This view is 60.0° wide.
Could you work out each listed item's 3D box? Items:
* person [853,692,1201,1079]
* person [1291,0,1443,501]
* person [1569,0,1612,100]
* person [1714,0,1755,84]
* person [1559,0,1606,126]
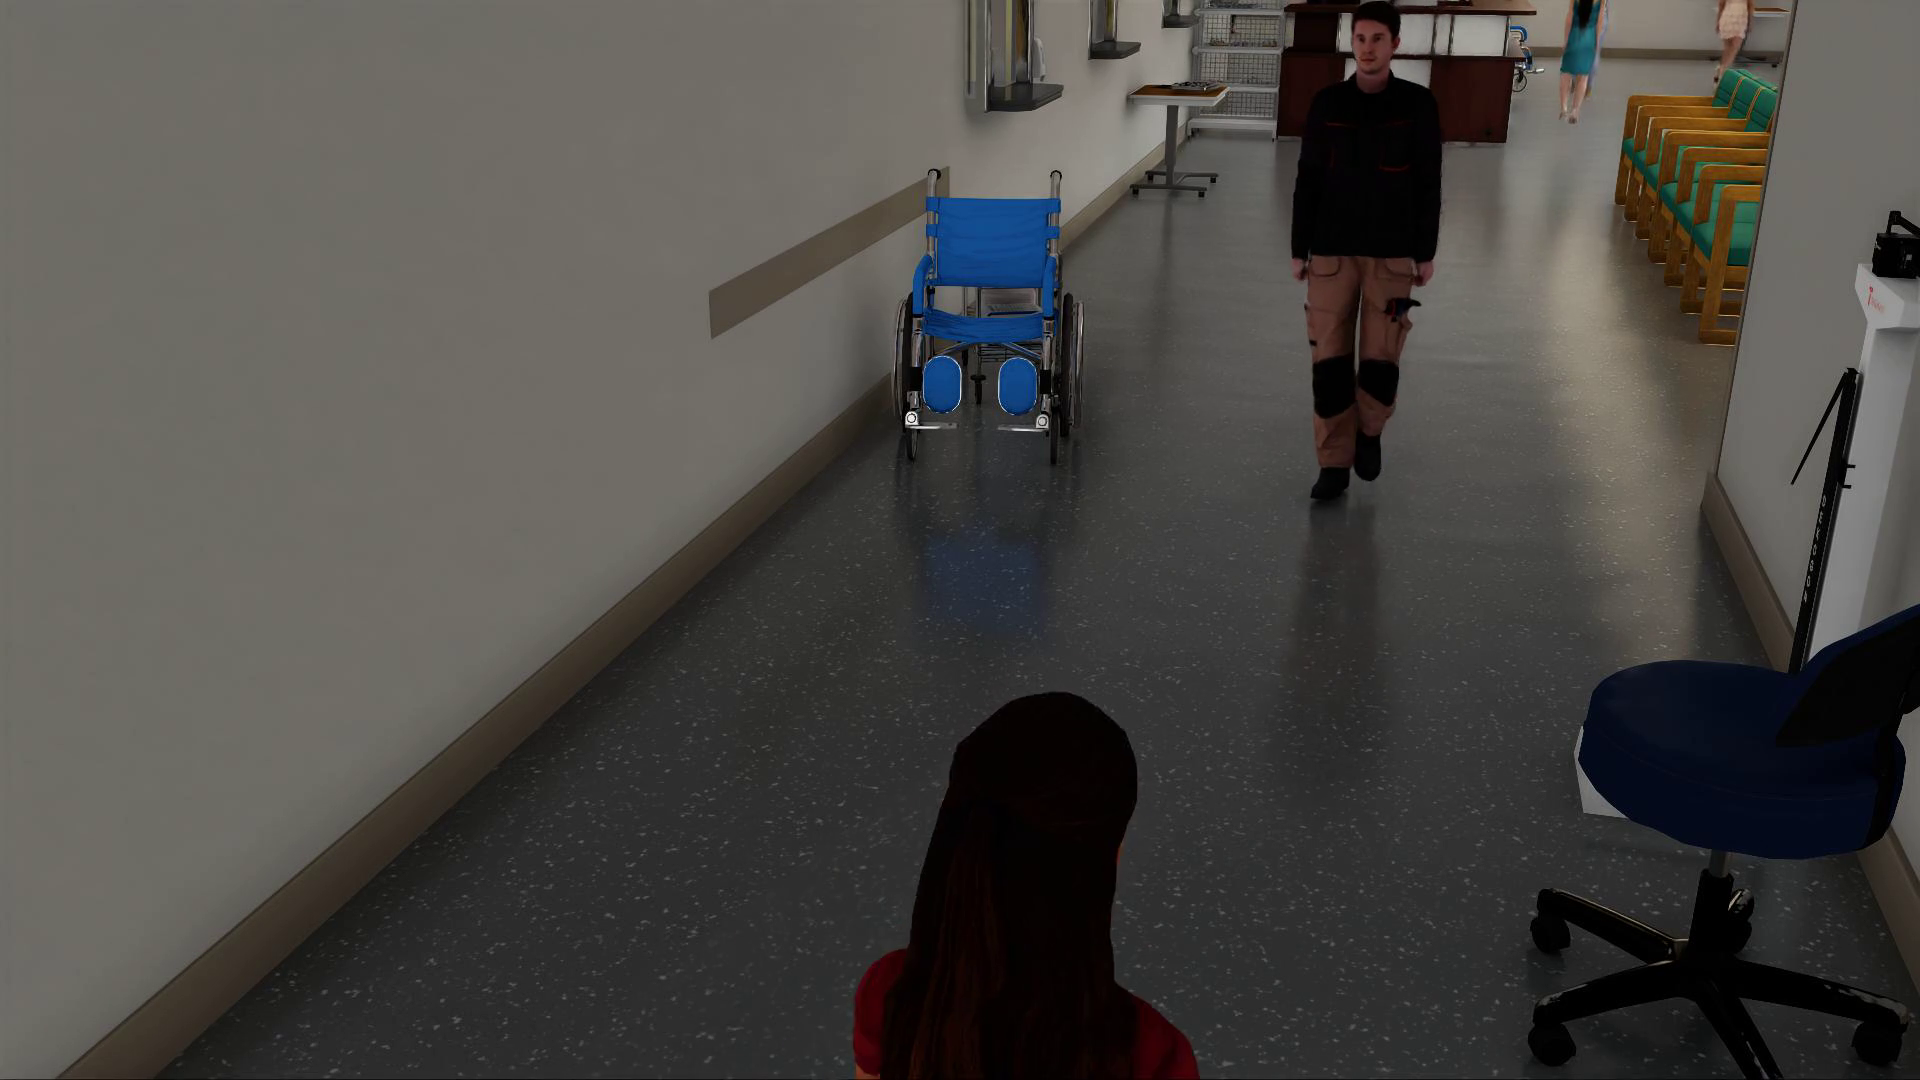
[{"bbox_3d":[0.026,0.904,1.734,0.593,1.540,0.641,8,22,19],"label":"person"},{"bbox_3d":[1.596,-1.115,6.531,0.695,1.917,0.802,7,22,19],"label":"person"},{"bbox_3d":[7.873,-6.369,20.613,0.923,1.769,0.777,1,21,4],"label":"person"},{"bbox_3d":[9.881,-6.598,21.286,0.926,1.720,0.874,16,26,36],"label":"person"},{"bbox_3d":[6.774,-5.374,18.128,0.597,1.668,0.604,6,22,17],"label":"person"}]
